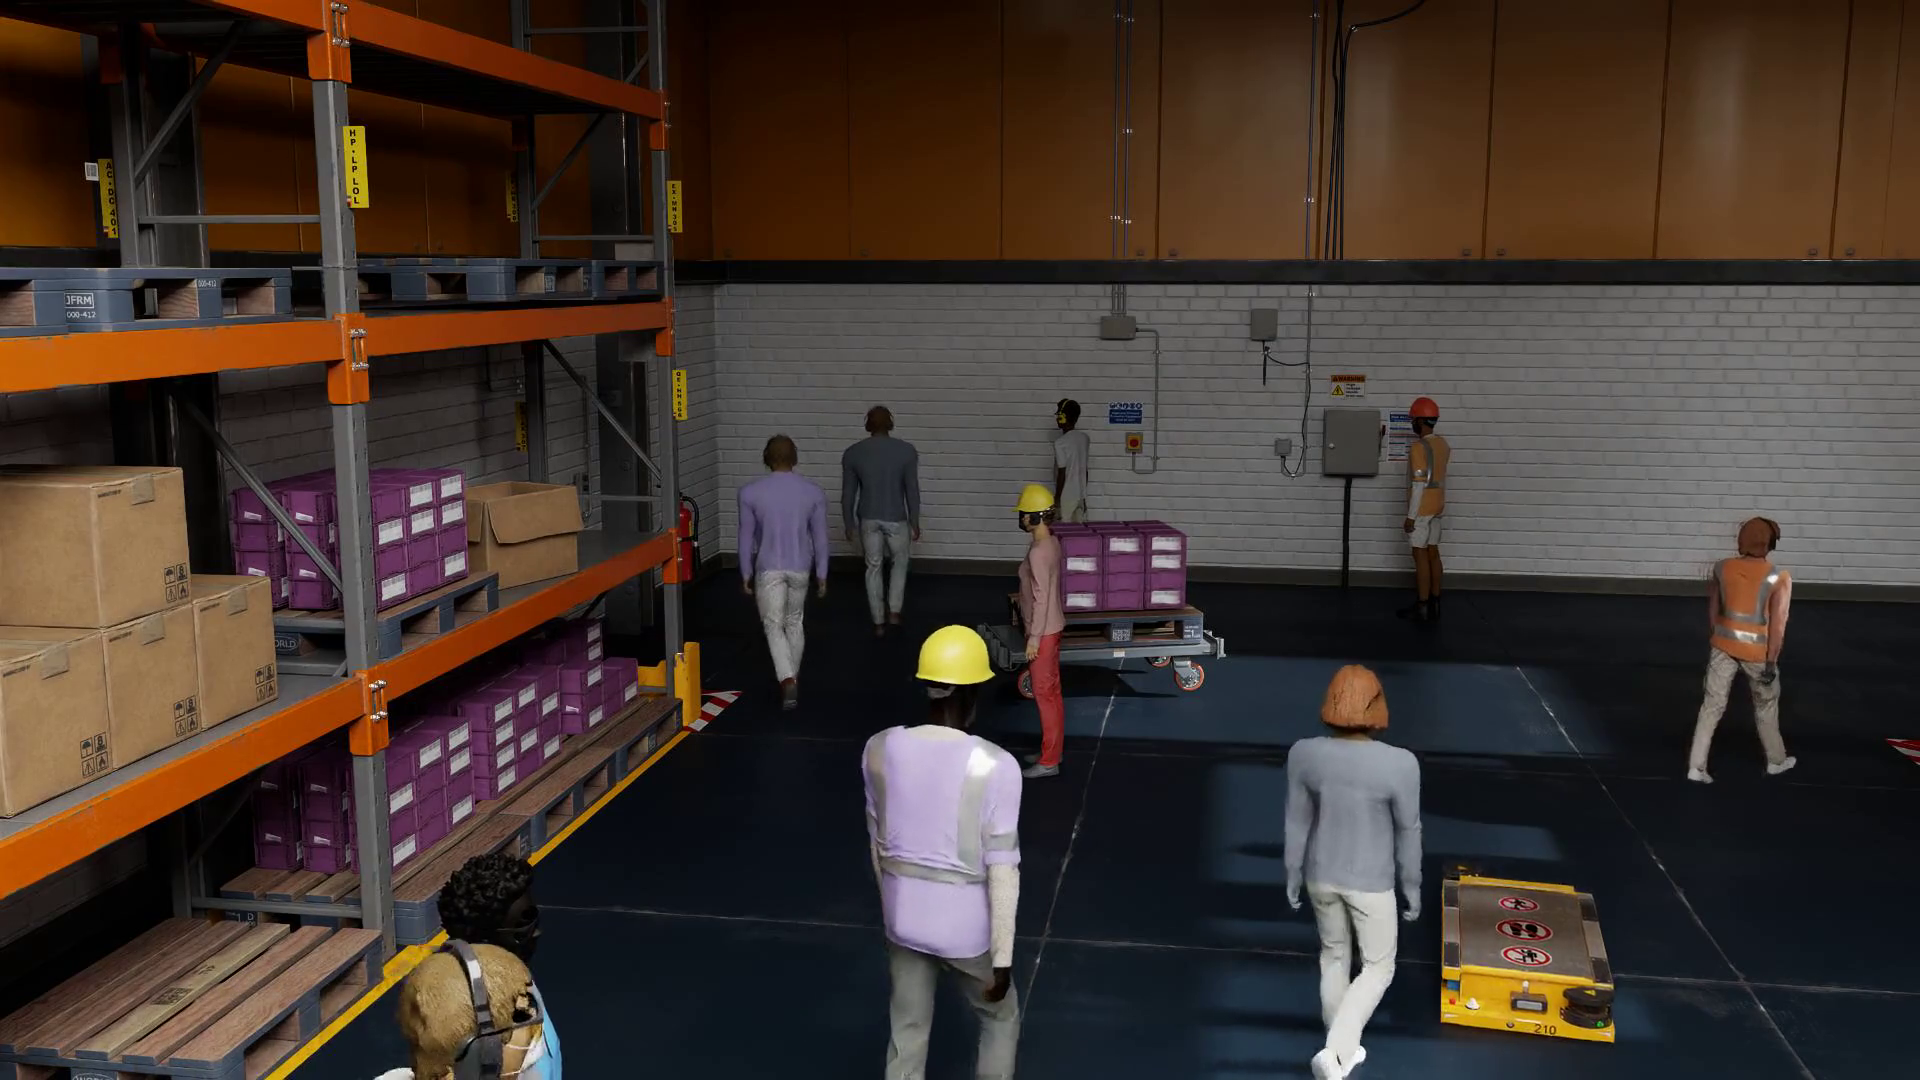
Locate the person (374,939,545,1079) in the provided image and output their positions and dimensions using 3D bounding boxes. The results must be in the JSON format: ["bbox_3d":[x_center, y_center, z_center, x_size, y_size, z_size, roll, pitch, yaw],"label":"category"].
[{"bbox_3d":[-0.928,1.621,2.967,1.013,1.896,0.647,-8,12,-40],"label":"person"}]

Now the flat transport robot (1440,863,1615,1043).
[{"bbox_3d":[2.419,1.743,7.187,0.652,0.197,1.431,3,10,16],"label":"flat transport robot"}]

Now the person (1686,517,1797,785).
[{"bbox_3d":[4.634,0.657,9.838,0.878,1.589,0.531,-6,11,-35],"label":"person"}]

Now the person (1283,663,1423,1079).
[{"bbox_3d":[1.401,1.253,6.055,0.510,1.617,0.611,7,11,35],"label":"person"}]

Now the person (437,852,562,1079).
[{"bbox_3d":[-1.084,1.559,3.941,0.315,1.696,0.541,-1,9,-7],"label":"person"}]

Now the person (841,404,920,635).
[{"bbox_3d":[-0.660,-0.168,13.860,0.662,1.927,0.463,0,9,2],"label":"person"}]

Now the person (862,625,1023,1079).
[{"bbox_3d":[-0.034,1.217,5.398,0.588,1.904,0.699,4,10,24],"label":"person"}]

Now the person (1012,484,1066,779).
[{"bbox_3d":[0.464,0.546,9.975,0.326,1.767,0.533,2,9,12],"label":"person"}]

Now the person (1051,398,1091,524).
[{"bbox_3d":[0.991,-0.357,15.218,0.332,1.874,0.520,7,12,38],"label":"person"}]

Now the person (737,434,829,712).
[{"bbox_3d":[-1.204,0.224,11.564,0.629,1.910,0.912,-3,10,-19],"label":"person"}]

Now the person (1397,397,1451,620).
[{"bbox_3d":[4.029,-0.276,14.514,0.377,1.936,0.549,8,12,42],"label":"person"}]
